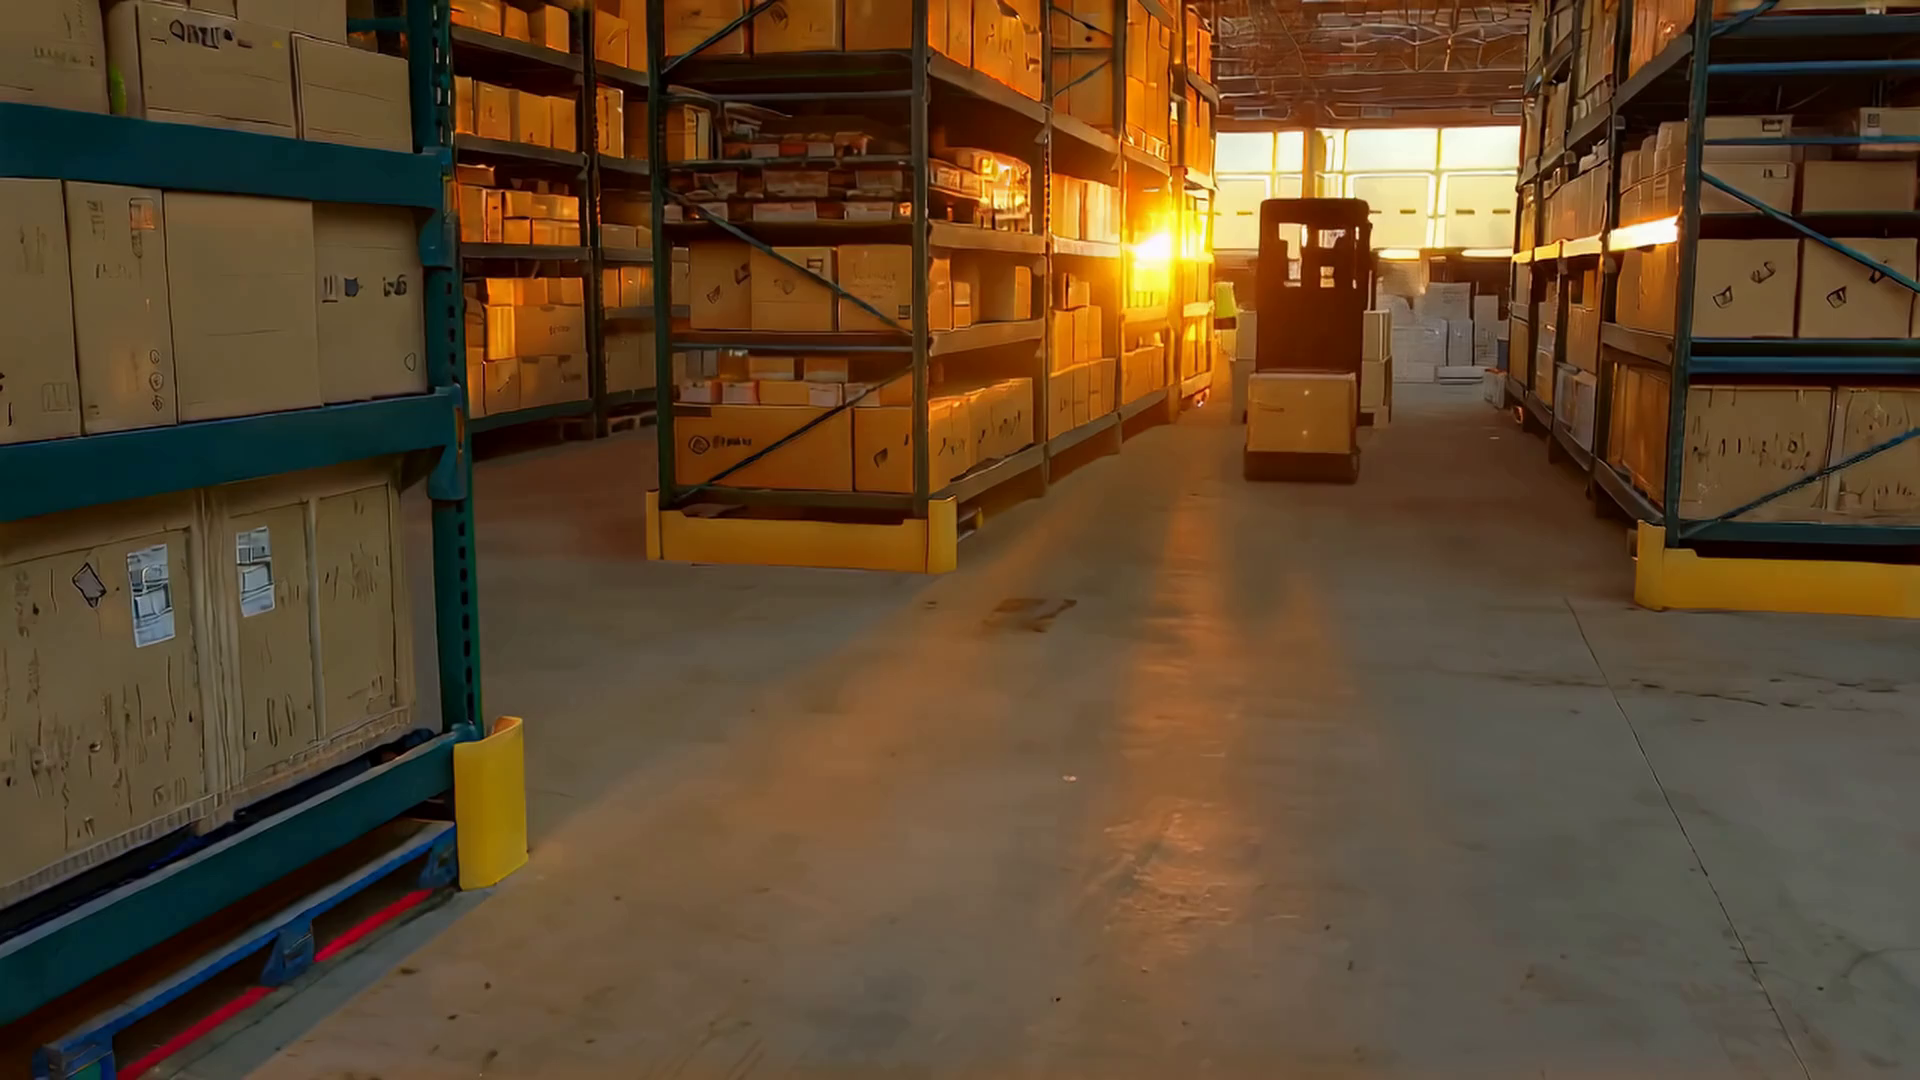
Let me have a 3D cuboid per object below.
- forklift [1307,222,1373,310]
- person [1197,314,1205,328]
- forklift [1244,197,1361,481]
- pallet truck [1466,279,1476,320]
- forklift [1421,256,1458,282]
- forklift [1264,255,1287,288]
[{"bbox_3d":[5.478,-3.211,24.173,1.129,2.768,1.873,2,9,15],"label":"forklift"},{"bbox_3d":[4.271,-3.599,30.626,0.516,1.626,0.369,-5,10,-29],"label":"person"},{"bbox_3d":[3.552,-2.082,17.000,1.129,2.768,1.873,2,9,15],"label":"forklift"},{"bbox_3d":[18.896,-8.459,60.307,1.885,1.965,0.823,5,10,31],"label":"pallet truck"},{"bbox_3d":[12.201,-6.084,42.428,1.129,2.768,1.873,2,9,15],"label":"forklift"},{"bbox_3d":[10.799,-8.409,57.195,1.129,2.768,1.873,-9,12,-44],"label":"forklift"}]
